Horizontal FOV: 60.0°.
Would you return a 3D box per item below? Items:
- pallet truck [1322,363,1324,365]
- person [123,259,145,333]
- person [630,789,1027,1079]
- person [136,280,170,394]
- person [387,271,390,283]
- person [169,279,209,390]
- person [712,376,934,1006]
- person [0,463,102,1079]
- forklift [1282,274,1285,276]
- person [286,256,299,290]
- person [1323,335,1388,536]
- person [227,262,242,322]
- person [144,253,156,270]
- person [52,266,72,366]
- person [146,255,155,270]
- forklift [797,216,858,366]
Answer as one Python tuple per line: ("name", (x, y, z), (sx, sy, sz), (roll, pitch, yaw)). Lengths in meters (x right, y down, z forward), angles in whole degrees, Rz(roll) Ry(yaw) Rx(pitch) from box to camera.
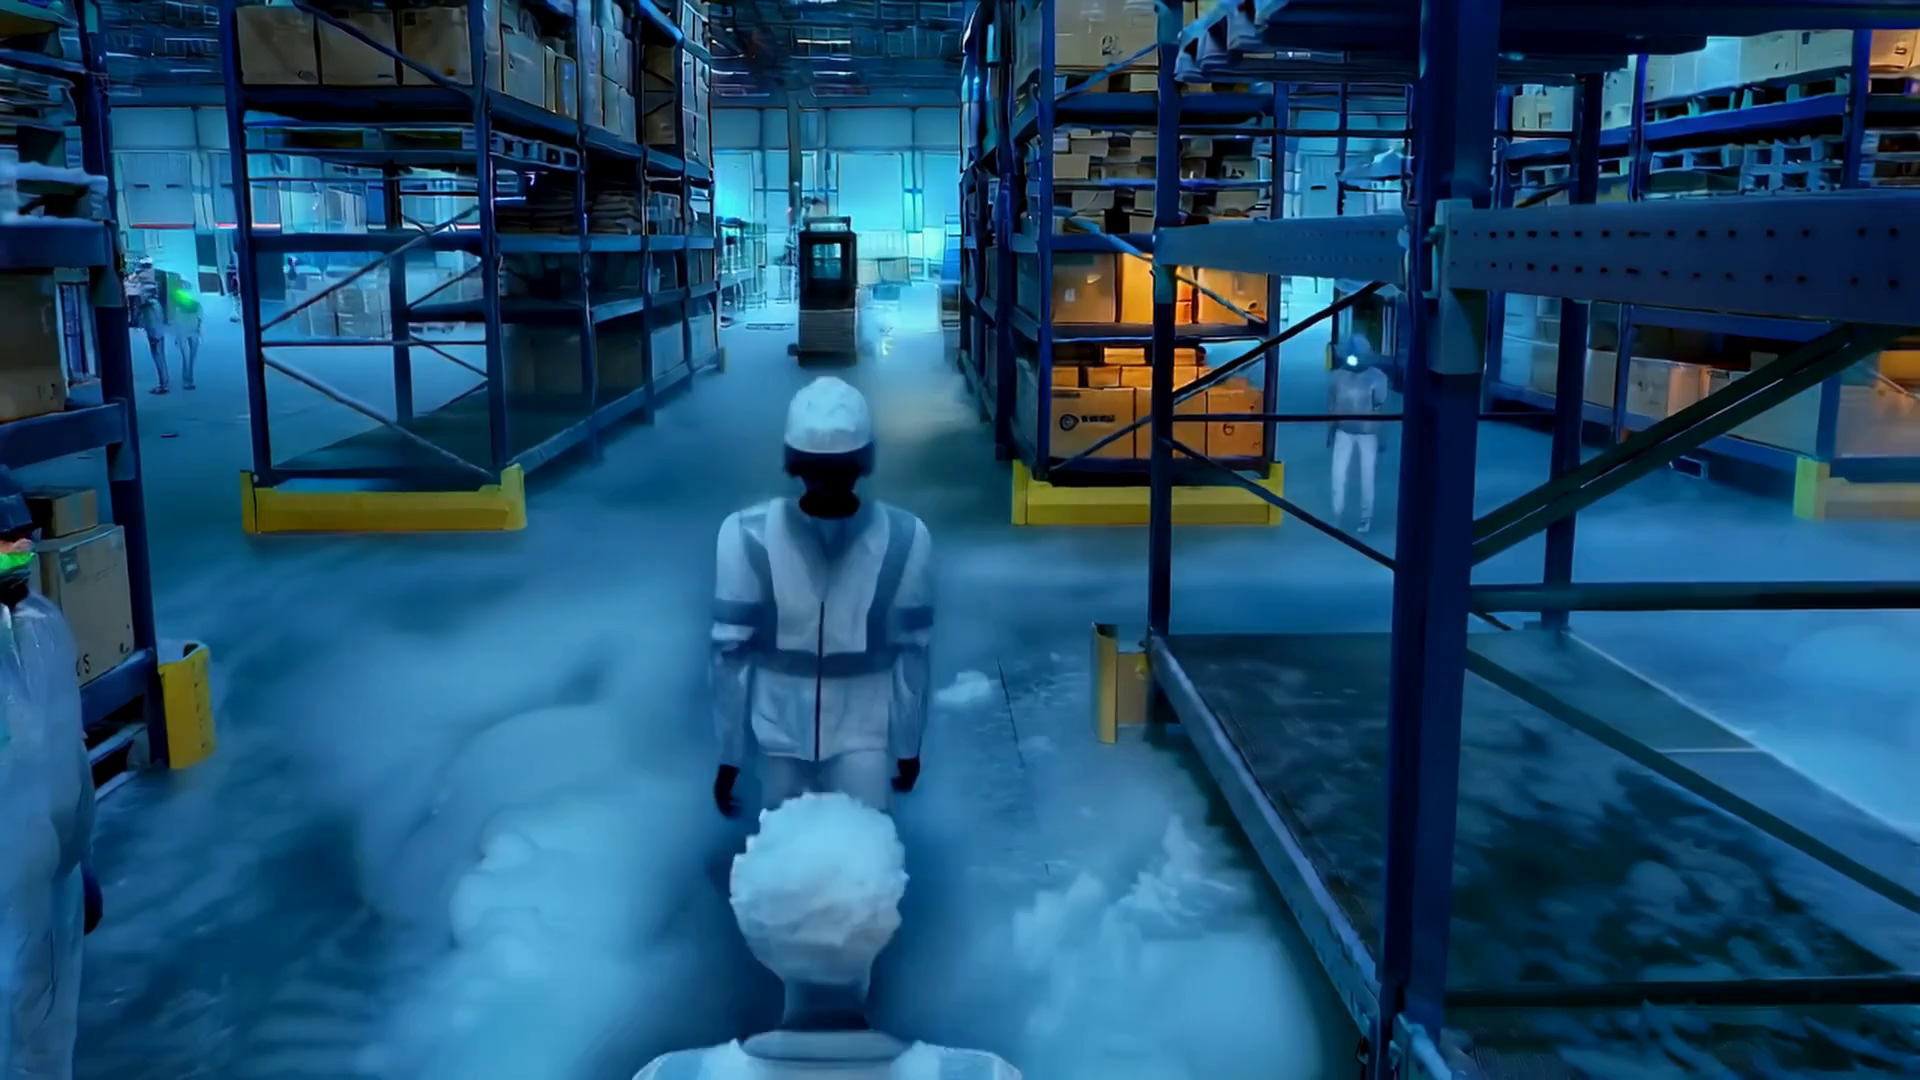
("pallet truck", (7.712, -4.157, 30.737), (1.885, 1.965, 0.823), (3, 11, 16))
("person", (-21.309, -6.271, 42.809), (0.600, 1.894, 0.500), (0, 10, 2))
("person", (-0.150, 1.139, 2.122), (0.546, 1.681, 0.501), (1, 10, 7))
("person", (-12.460, -3.123, 25.655), (0.355, 1.755, 0.518), (-7, 12, -34))
("person", (-18.759, -8.402, 55.255), (0.321, 1.692, 0.534), (9, 14, 41))
("person", (-12.235, -3.258, 26.414), (0.597, 1.743, 0.533), (7, 13, 35))
("person", (-0.376, 0.528, 4.694), (0.605, 1.993, 1.076), (0, 10, 0))
("person", (-2.050, 0.775, 3.561), (0.394, 1.899, 0.641), (1, 10, 5))
("forklift", (12.242, -10.301, 62.508), (1.129, 2.768, 1.873), (0, 10, -2))
("person", (-24.319, -9.433, 60.624), (0.445, 1.829, 0.627), (-4, 11, -23))
("person", (3.133, -0.815, 13.211), (0.522, 1.603, 0.672), (6, 12, 31))
("person", (-21.286, -7.255, 48.706), (0.486, 1.744, 0.294), (7, 12, 33))
("person", (-32.586, -10.577, 66.847), (0.994, 1.876, 0.589), (4, 11, 23))
("person", (-17.119, -4.245, 31.315), (0.604, 1.966, 0.367), (3, 11, 15))
("person", (-24.974, -7.826, 51.377), (0.437, 1.925, 0.657), (-7, 12, -34))
("forklift", (-2.518, -4.738, 31.513), (1.129, 2.768, 1.873), (0, 10, -2))
